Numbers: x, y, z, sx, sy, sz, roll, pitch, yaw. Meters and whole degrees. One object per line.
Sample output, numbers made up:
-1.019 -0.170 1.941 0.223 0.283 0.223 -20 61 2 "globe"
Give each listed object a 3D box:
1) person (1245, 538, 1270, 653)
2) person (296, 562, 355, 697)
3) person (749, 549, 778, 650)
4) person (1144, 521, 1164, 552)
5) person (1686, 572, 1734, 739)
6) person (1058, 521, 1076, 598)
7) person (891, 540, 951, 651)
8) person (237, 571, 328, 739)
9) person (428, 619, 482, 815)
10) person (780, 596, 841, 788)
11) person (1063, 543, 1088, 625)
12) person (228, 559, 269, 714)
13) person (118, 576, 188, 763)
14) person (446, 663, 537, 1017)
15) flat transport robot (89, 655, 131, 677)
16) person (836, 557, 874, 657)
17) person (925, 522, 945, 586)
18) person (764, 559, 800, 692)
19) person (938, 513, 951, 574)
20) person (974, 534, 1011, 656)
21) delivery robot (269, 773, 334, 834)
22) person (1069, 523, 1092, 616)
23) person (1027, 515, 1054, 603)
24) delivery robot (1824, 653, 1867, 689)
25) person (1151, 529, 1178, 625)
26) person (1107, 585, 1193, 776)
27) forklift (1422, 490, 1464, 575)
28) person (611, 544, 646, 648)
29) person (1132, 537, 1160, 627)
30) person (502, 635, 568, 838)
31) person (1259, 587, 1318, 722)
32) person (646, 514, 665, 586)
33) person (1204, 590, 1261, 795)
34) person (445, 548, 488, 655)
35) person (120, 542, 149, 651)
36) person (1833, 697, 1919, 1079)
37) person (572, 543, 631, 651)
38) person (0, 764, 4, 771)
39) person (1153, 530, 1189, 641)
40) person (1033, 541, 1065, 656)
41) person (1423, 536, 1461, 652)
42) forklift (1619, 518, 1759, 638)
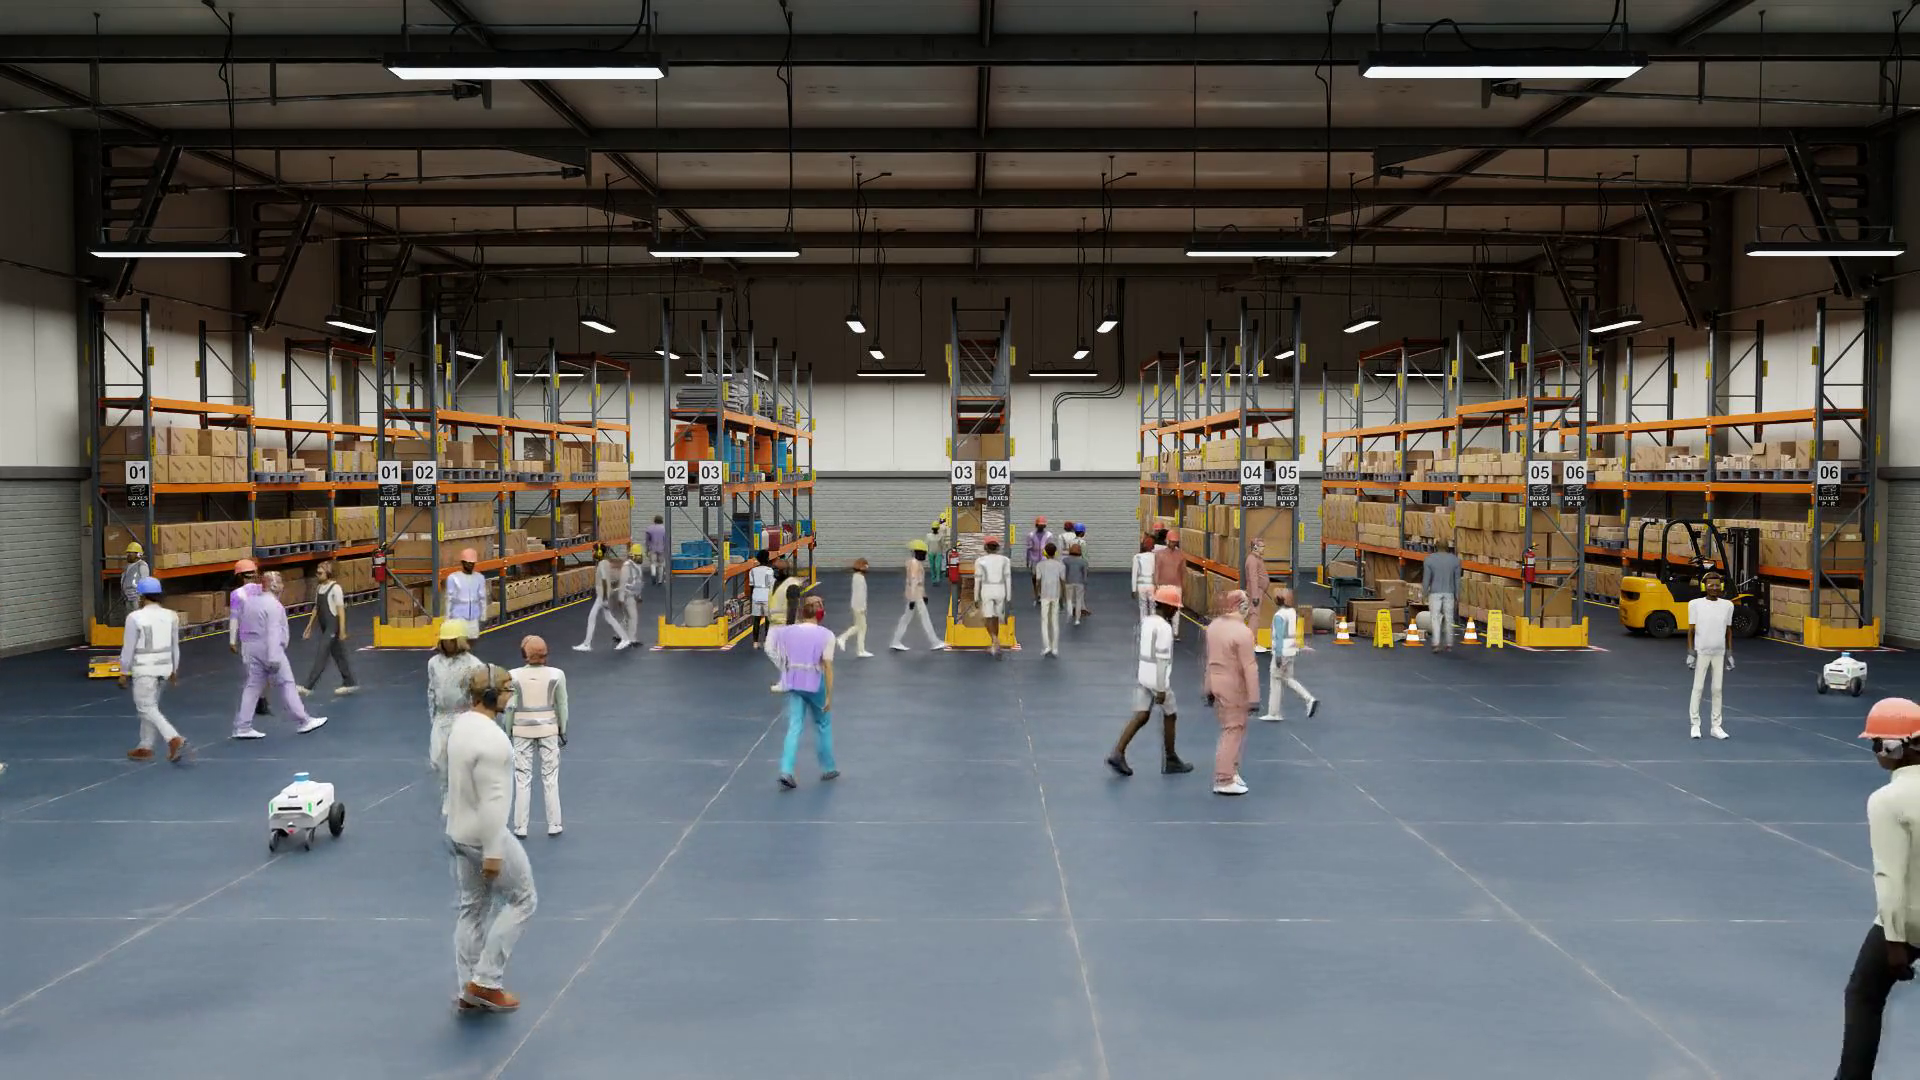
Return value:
4.964 0.917 26.954 0.409 1.907 0.651 0 2 12 "person"
-8.479 1.189 21.465 0.979 1.792 0.515 -2 3 -45 "person"
-3.309 1.007 27.253 0.539 1.700 0.317 1 3 26 "person"
4.246 0.575 34.638 0.641 1.977 0.459 0 2 2 "person"
8.428 1.286 18.134 0.507 1.872 0.329 0 2 6 "person"
2.630 0.465 38.746 0.597 1.870 0.481 0 2 -10 "person"
-0.693 0.934 27.124 1.016 1.869 0.601 0 2 -6 "person"
-7.678 1.288 18.177 0.682 1.859 0.977 2 3 43 "person"
-4.290 1.530 13.718 0.499 1.727 0.395 0 2 3 "person"
-1.447 1.429 15.406 0.566 1.805 0.930 1 2 19 "person"
2.261 0.869 31.727 0.517 1.617 0.398 0 2 5 "person"
-8.813 1.193 20.040 0.684 1.899 0.581 2 3 35 "person"
-8.236 1.328 16.517 0.832 1.919 0.612 1 2 16 "person"
-2.571 1.633 8.832 0.445 1.924 0.629 -2 3 -37 "person"
-12.534 1.863 23.976 0.652 0.197 1.431 -1 3 -25 "flat transport robot"
-1.698 1.091 26.253 0.502 1.620 0.518 -1 2 -15 "person"
-0.678 0.381 42.724 0.540 1.720 0.889 0 2 7 "person"
-2.411 1.158 21.961 0.435 1.821 0.646 -2 3 -34 "person"
-0.497 0.095 48.582 0.404 1.833 0.589 1 3 25 "person"
0.547 0.904 26.250 0.612 2.006 0.847 -1 2 -14 "person"
-5.278 2.114 12.956 0.477 0.478 0.707 0 2 -7 "delivery robot"
2.517 0.612 34.108 0.382 1.951 0.605 -1 3 -30 "person"
1.856 0.444 37.271 0.637 2.029 0.588 0 2 5 "person"
11.941 1.764 21.768 0.707 0.478 0.477 -2 3 -43 "delivery robot"
3.942 0.740 31.271 0.597 1.916 0.372 0 2 -4 "person"
1.857 1.376 15.854 0.922 1.886 0.563 -1 2 -20 "person"
13.926 -0.371 47.846 1.873 2.768 1.129 0 2 0 "forklift"
-5.709 0.950 27.759 0.720 1.790 0.612 1 2 14 "person"
3.391 0.871 28.996 0.596 1.853 0.867 0 2 3 "person"
-3.458 1.597 13.154 0.524 1.639 0.306 -1 2 -16 "person"
3.901 1.362 19.227 0.611 1.621 0.524 2 3 36 "person"
-8.029 0.279 42.899 0.640 1.919 0.623 0 2 -8 "person"
2.581 1.404 14.941 0.557 1.881 0.677 -1 2 -23 "person"
-6.919 1.079 22.729 0.586 1.914 0.653 -2 3 -38 "person"
-13.772 0.953 26.927 0.590 1.837 0.403 1 3 33 "person"
4.176 1.679 7.205 0.620 1.953 0.887 -1 2 -21 "person"
-6.003 0.950 27.196 0.932 1.828 0.514 0 2 -3 "person"
-9.138 1.443 14.766 0.593 1.822 0.642 -1 2 -15 "person"
3.759 0.805 28.800 0.638 1.980 0.573 0 2 -6 "person"
1.471 0.962 26.538 0.536 1.885 0.388 0 2 -11 "person"
8.051 0.901 26.977 0.635 1.937 0.360 0 2 1 "person"
13.417 0.684 29.791 2.313 2.155 1.214 0 2 0 "forklift"
